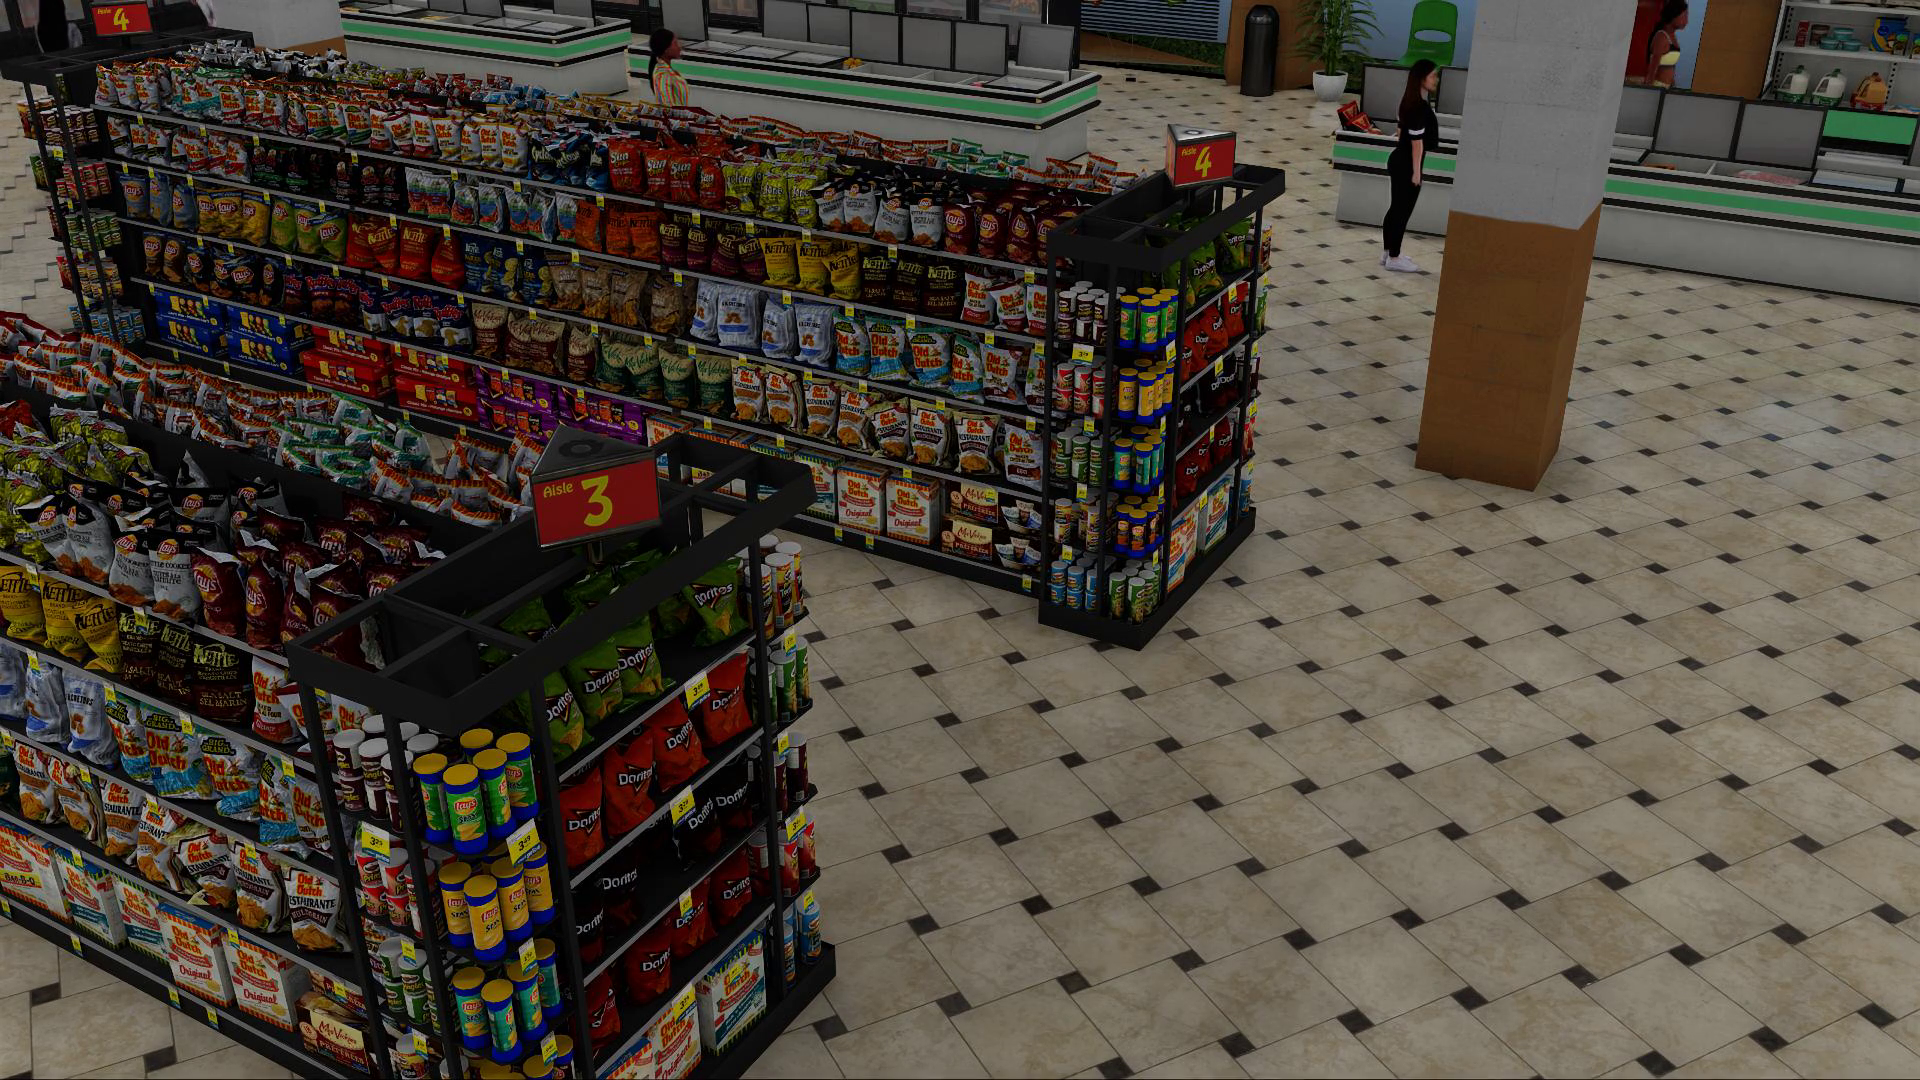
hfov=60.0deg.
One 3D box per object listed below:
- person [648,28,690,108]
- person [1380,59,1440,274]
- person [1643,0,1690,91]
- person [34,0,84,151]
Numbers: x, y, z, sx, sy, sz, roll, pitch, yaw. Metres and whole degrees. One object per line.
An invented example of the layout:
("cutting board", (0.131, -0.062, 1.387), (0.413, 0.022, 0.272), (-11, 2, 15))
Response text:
("person", (-2.320, -3.195, 13.381), (0.730, 1.793, 0.678), (-6, 27, -11))
("person", (3.517, -2.940, 13.049), (0.733, 1.638, 0.707), (0, 27, 1))
("person", (6.126, -3.956, 14.946), (0.814, 1.735, 0.605), (16, 31, 29))
("person", (-8.337, -4.194, 15.467), (1.178, 1.688, 1.066), (-1, 27, -2))
